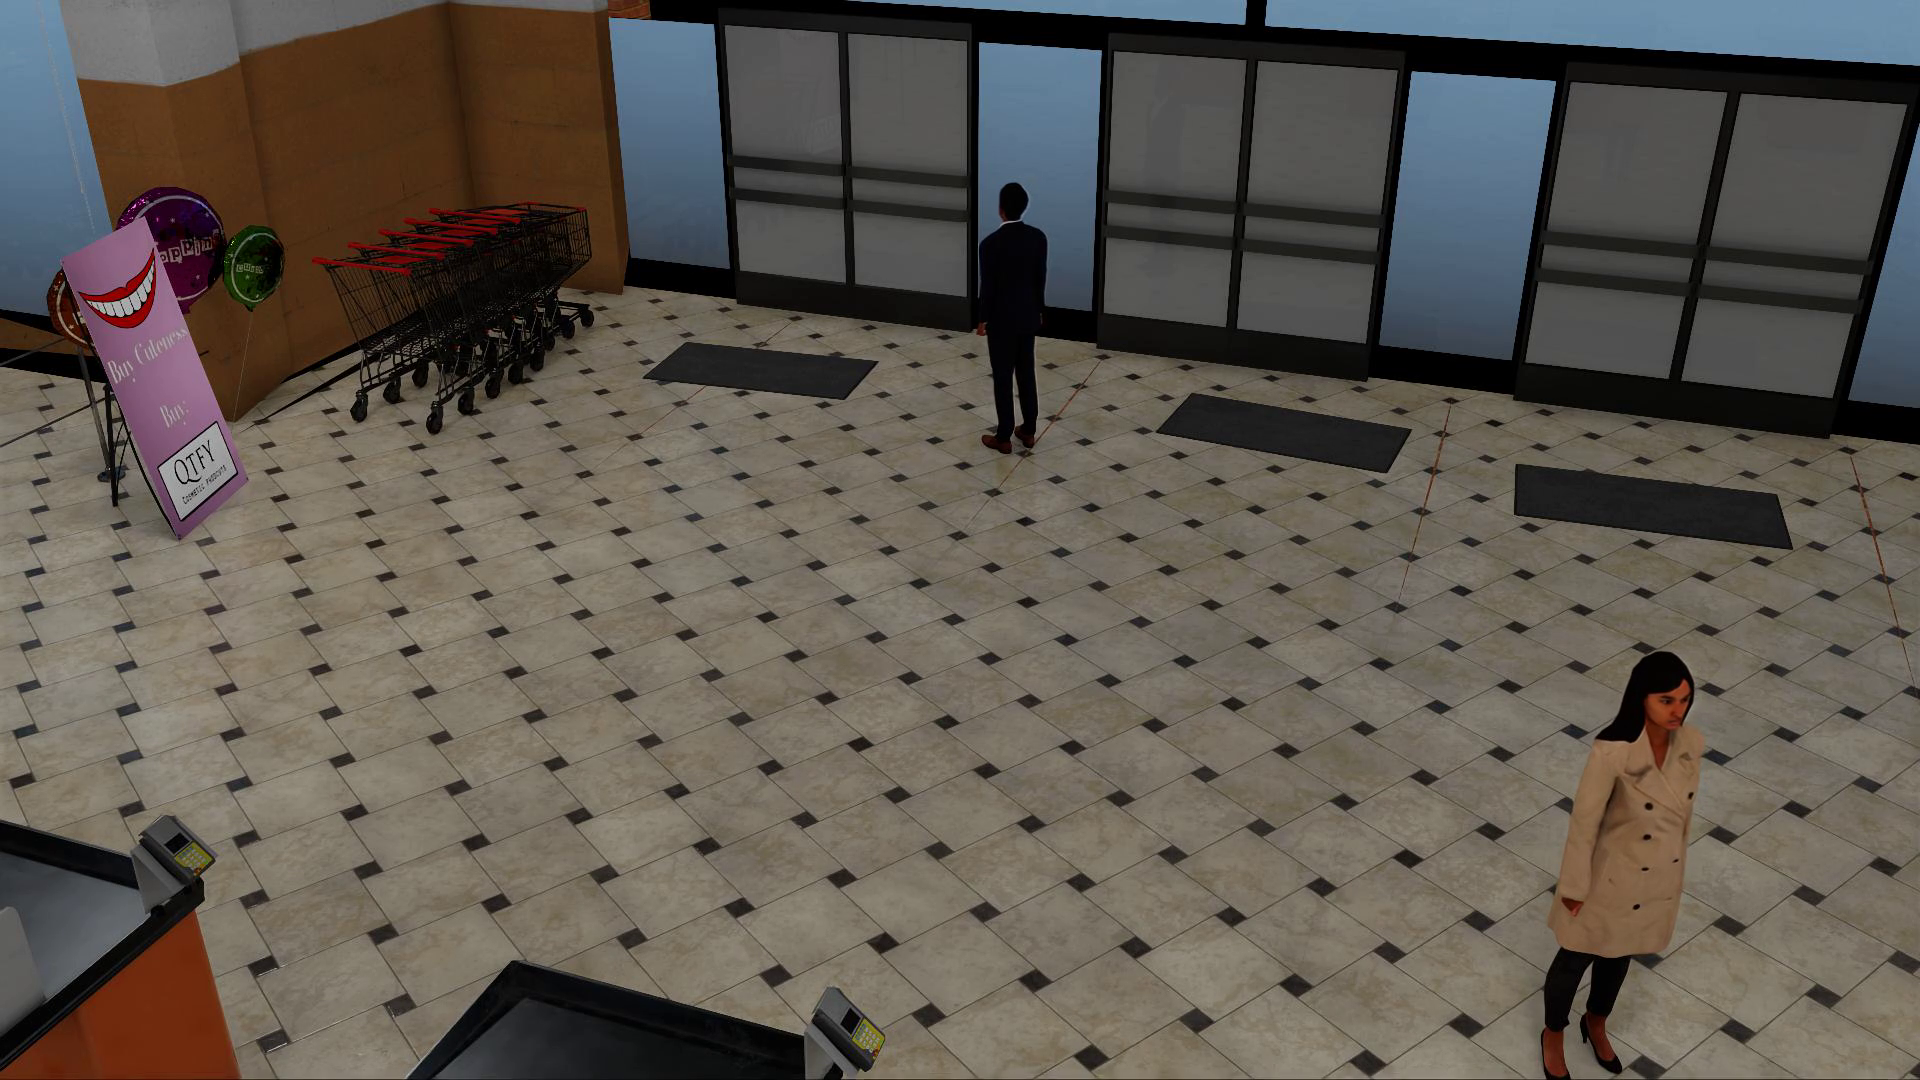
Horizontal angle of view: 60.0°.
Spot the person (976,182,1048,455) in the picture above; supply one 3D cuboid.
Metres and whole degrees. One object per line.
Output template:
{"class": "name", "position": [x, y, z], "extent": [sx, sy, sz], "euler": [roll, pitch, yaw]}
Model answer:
{"class": "person", "position": [0.327, -1.385, 10.459], "extent": [0.678, 1.725, 0.764], "euler": [-15, 30, -27]}

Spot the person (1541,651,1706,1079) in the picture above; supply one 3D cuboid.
{"class": "person", "position": [2.210, 1.116, 5.577], "extent": [0.707, 1.682, 0.733], "euler": [-8, 28, -16]}
